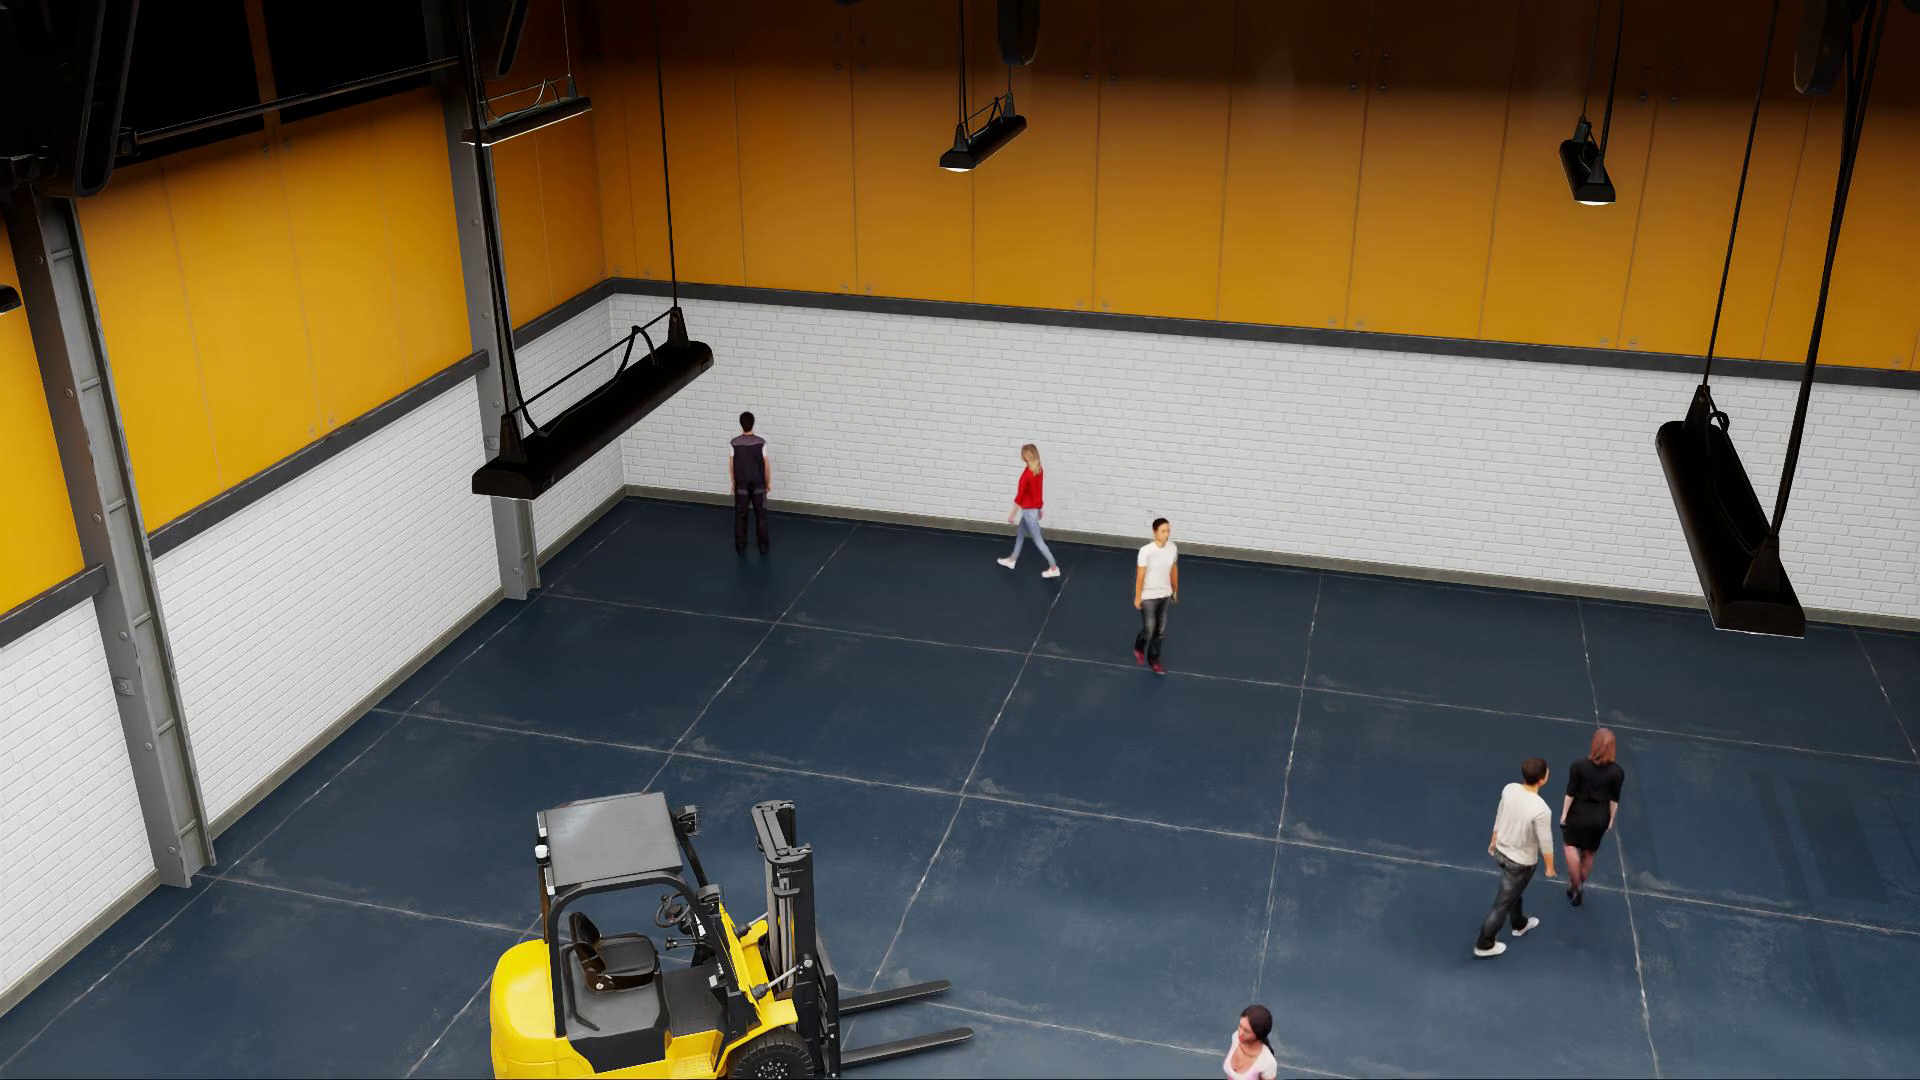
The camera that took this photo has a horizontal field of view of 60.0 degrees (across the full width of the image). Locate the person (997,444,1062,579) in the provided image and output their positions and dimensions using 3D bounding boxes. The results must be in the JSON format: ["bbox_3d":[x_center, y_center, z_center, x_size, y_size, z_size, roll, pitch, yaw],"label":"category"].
[{"bbox_3d":[0.921,-0.298,20.043,0.832,1.662,1.102,12,26,25],"label":"person"}]

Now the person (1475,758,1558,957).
[{"bbox_3d":[4.383,2.569,13.334,1.053,1.782,1.025,-10,26,-22],"label":"person"}]

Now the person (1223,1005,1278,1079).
[{"bbox_3d":[1.946,3.723,10.805,1.192,1.694,1.101,-14,27,-30],"label":"person"}]

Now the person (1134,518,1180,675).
[{"bbox_3d":[2.062,0.570,17.885,0.830,1.800,0.887,-11,26,-24],"label":"person"}]

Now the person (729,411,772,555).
[{"bbox_3d":[-2.618,-0.711,20.759,0.729,1.846,0.693,-3,24,-6],"label":"person"}]

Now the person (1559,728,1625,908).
[{"bbox_3d":[5.256,2.376,13.885,0.619,1.696,0.740,4,24,10],"label":"person"}]
